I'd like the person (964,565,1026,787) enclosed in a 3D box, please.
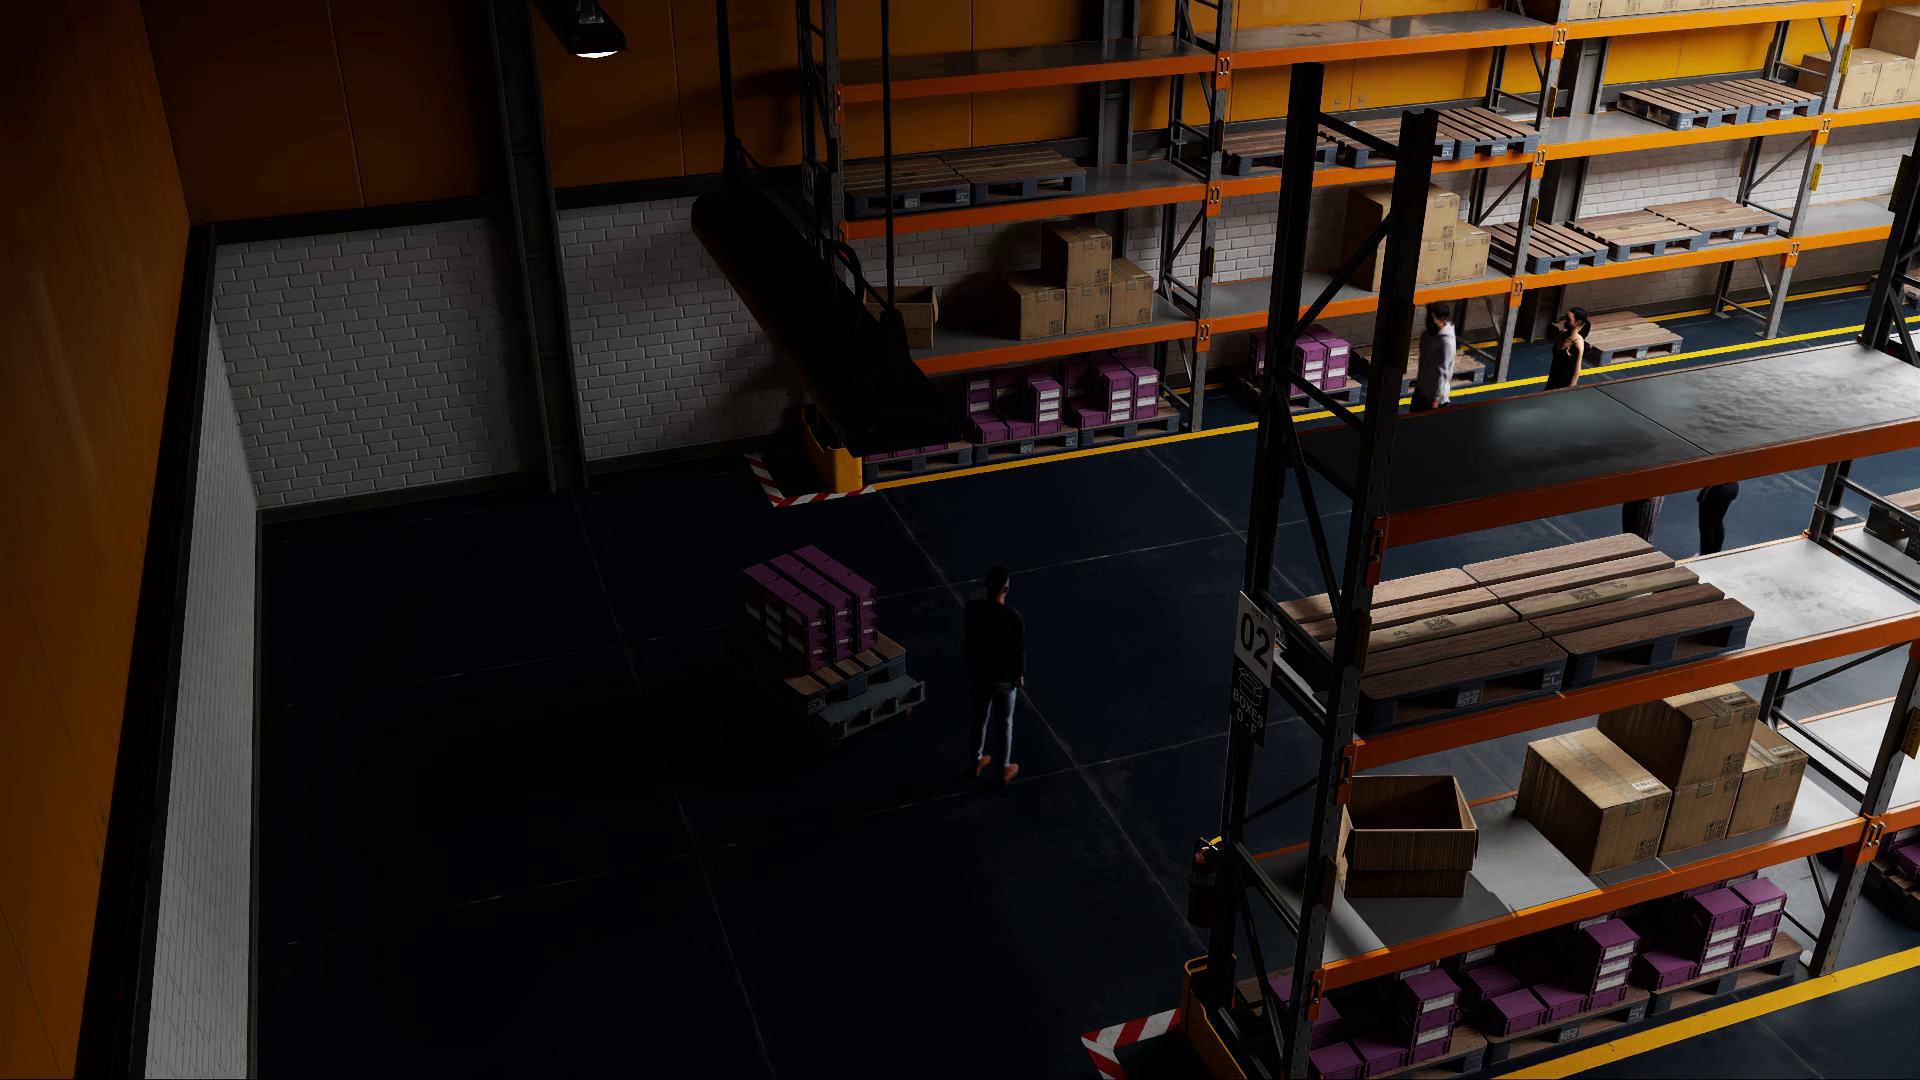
[{"bbox_3d":[0.245,1.010,12.382,0.712,1.830,0.778,12,31,20],"label":"person"}]

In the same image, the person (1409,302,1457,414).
[{"bbox_3d":[4.892,-1.516,16.938,1.147,1.902,0.718,-12,31,-20],"label":"person"}]

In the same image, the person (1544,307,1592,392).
[{"bbox_3d":[6.264,-1.600,17.272,0.576,1.729,0.599,-6,29,-10],"label":"person"}]
